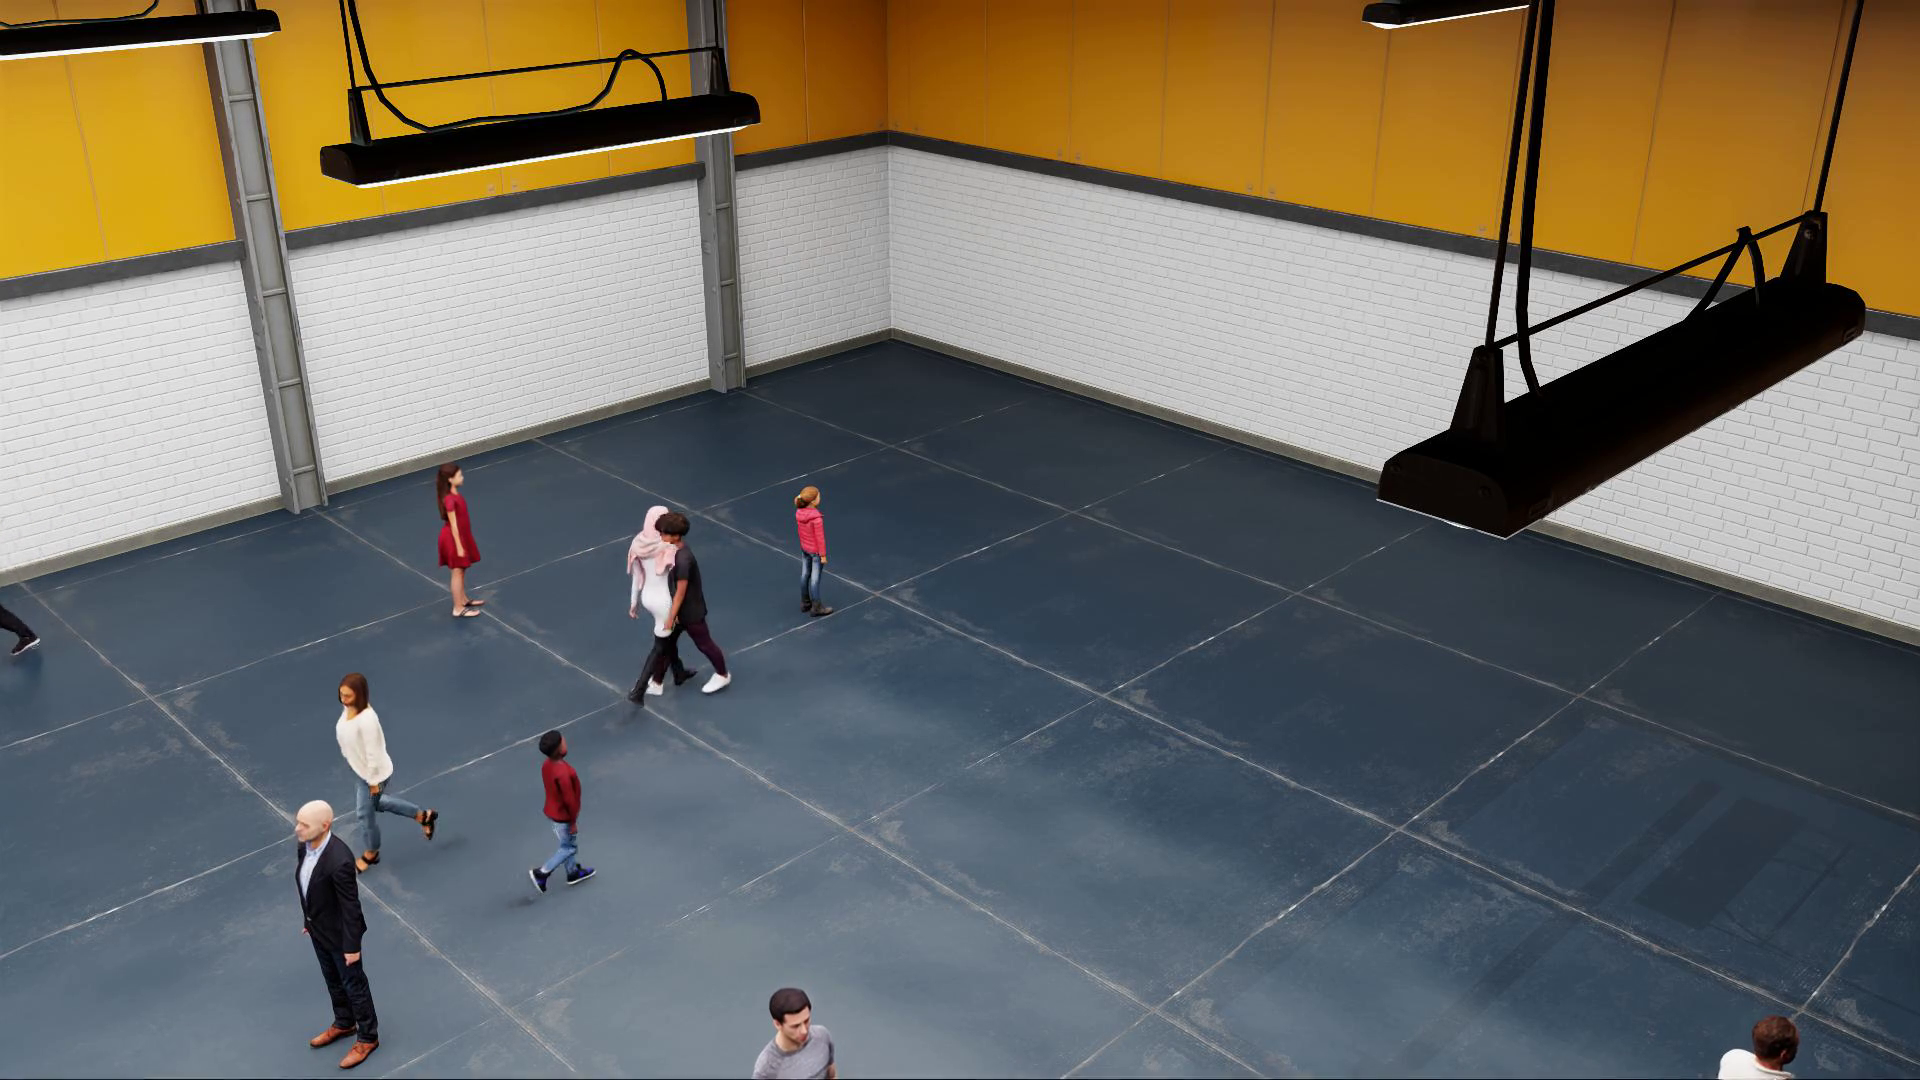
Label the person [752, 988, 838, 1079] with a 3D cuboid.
[{"bbox_3d":[-0.834,3.068,8.603,0.510,1.864,0.731,-20,31,-38],"label":"person"}]

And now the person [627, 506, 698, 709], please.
[{"bbox_3d":[-2.645,0.612,14.342,0.882,1.766,1.249,14,27,28],"label":"person"}]

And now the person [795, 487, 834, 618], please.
[{"bbox_3d":[-1.436,0.098,16.077,0.512,1.318,0.525,-19,30,-36],"label":"person"}]

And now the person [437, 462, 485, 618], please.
[{"bbox_3d":[-4.874,-0.016,16.044,0.731,1.553,0.670,-5,24,-10],"label":"person"}]

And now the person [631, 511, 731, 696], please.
[{"bbox_3d":[-2.310,0.574,14.468,1.146,1.735,0.768,-14,27,-29],"label":"person"}]

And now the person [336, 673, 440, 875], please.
[{"bbox_3d":[-4.213,1.654,12.098,0.979,1.654,0.757,-13,27,-28],"label":"person"}]

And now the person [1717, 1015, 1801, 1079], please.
[{"bbox_3d":[3.934,3.165,8.389,0.740,1.856,0.746,-7,25,-15],"label":"person"}]

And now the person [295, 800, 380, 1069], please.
[{"bbox_3d":[-3.856,2.384,10.245,0.701,1.800,0.620,17,29,34],"label":"person"}]

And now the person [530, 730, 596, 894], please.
[{"bbox_3d":[-2.902,1.969,11.897,0.755,1.237,0.596,-15,28,-30],"label":"person"}]
